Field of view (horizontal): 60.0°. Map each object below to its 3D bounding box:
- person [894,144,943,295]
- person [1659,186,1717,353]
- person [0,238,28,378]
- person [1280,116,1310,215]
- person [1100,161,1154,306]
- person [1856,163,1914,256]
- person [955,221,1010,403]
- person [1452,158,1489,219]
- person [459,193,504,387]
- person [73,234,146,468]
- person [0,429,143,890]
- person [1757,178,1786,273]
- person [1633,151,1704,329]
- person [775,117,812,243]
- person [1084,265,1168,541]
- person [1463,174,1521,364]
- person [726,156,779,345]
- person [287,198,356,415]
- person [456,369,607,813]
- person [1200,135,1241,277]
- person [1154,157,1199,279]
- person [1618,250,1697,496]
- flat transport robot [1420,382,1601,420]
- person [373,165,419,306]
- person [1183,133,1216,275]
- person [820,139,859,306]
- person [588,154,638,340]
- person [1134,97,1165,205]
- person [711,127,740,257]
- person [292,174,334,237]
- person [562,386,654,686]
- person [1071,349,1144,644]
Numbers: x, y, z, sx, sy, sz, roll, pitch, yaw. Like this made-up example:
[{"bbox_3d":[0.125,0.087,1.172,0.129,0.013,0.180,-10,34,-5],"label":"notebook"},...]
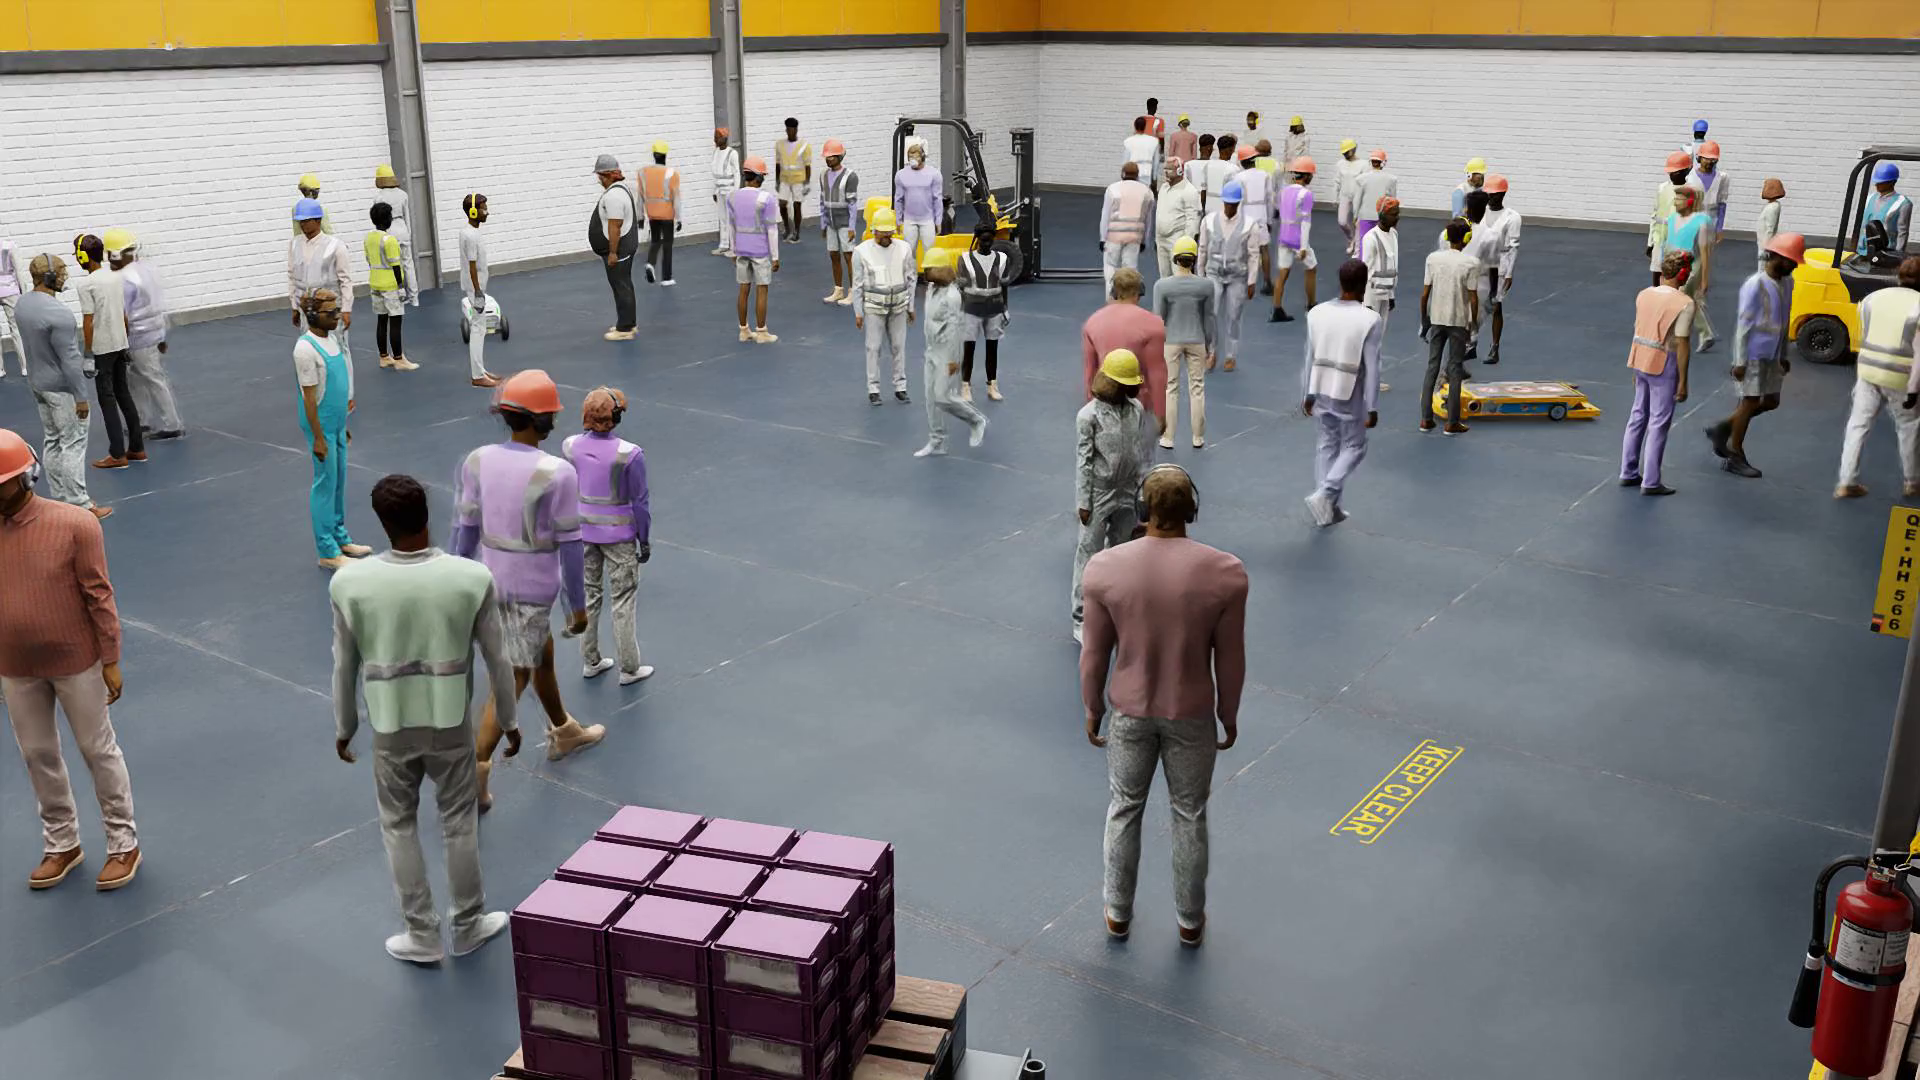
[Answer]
[{"bbox_3d":[-0.529,-4.041,21.091,0.635,1.927,0.377,4,18,13],"label":"person"},{"bbox_3d":[7.669,-2.825,17.501,0.991,1.797,0.575,-3,18,-11],"label":"person"},{"bbox_3d":[-9.502,-2.420,16.464,0.523,1.645,0.306,-5,18,-14],"label":"person"},{"bbox_3d":[5.916,-6.604,29.396,0.492,1.740,0.325,14,23,38],"label":"person"},{"bbox_3d":[1.977,-3.592,19.856,0.646,1.818,0.430,-2,18,-8],"label":"person"},{"bbox_3d":[10.090,-3.158,18.301,0.412,1.937,0.605,-7,19,-21],"label":"person"},{"bbox_3d":[0.211,-2.117,15.438,0.531,1.693,0.320,-5,18,-15],"label":"person"},{"bbox_3d":[6.183,-3.701,20.169,0.586,1.833,0.403,-15,23,-39],"label":"person"},{"bbox_3d":[-4.657,-2.409,16.090,0.325,1.861,0.512,-6,19,-18],"label":"person"},{"bbox_3d":[-6.804,-1.496,13.244,0.343,1.857,0.527,3,18,9],"label":"person"},{"bbox_3d":[-3.753,0.497,6.811,0.625,1.980,0.411,-1,18,-4],"label":"person"},{"bbox_3d":[9.544,-3.455,19.721,0.278,1.634,0.498,9,20,25],"label":"person"},{"bbox_3d":[7.988,-3.345,18.727,0.382,2.037,0.606,-9,20,-27],"label":"person"},{"bbox_3d":[-2.610,-5.595,25.914,0.634,1.938,0.492,3,18,10],"label":"person"},{"bbox_3d":[1.094,-0.892,11.270,0.679,1.898,0.598,15,23,40],"label":"person"},{"bbox_3d":[5.451,-2.787,17.140,0.547,1.938,0.359,15,23,39],"label":"person"},{"bbox_3d":[-2.226,-3.145,18.116,0.611,2.032,0.411,9,20,27],"label":"person"},{"bbox_3d":[-5.730,-2.081,14.915,0.602,1.949,0.391,4,18,12],"label":"person"},{"bbox_3d":[-2.074,0.226,7.661,0.645,1.987,1.076,10,20,28],"label":"person"},{"bbox_3d":[3.450,-4.342,21.958,0.617,1.964,0.361,16,24,41],"label":"person"},{"bbox_3d":[2.476,-3.507,19.445,0.409,1.907,0.651,-10,20,-30],"label":"person"},{"bbox_3d":[5.231,-1.248,12.495,0.383,1.836,0.563,-5,18,-15],"label":"person"},{"bbox_3d":[4.994,-1.274,15.102,1.431,0.197,0.652,-1,18,-4],"label":"flat transport robot"},{"bbox_3d":[-6.941,-3.708,20.353,0.326,1.737,0.488,12,21,34],"label":"person"},{"bbox_3d":[3.261,-4.441,22.278,0.603,1.958,0.381,8,19,24],"label":"person"},{"bbox_3d":[-1.512,-3.898,20.472,0.601,2.035,0.417,14,22,37],"label":"person"},{"bbox_3d":[-3.844,-3.263,18.462,0.536,2.000,0.686,-1,18,-3],"label":"person"},{"bbox_3d":[3.548,-7.262,31.091,0.613,1.963,0.361,10,20,28],"label":"person"},{"bbox_3d":[-3.466,-5.143,24.600,0.358,1.882,0.574,-16,24,-41],"label":"person"},{"bbox_3d":[-7.304,-3.260,18.896,0.522,1.769,0.311,7,19,20],"label":"person"},{"bbox_3d":[-1.895,-0.015,8.970,0.509,1.629,0.316,6,19,19],"label":"person"},{"bbox_3d":[0.874,-0.242,9.511,0.492,1.733,0.330,-14,22,-37],"label":"person"}]
